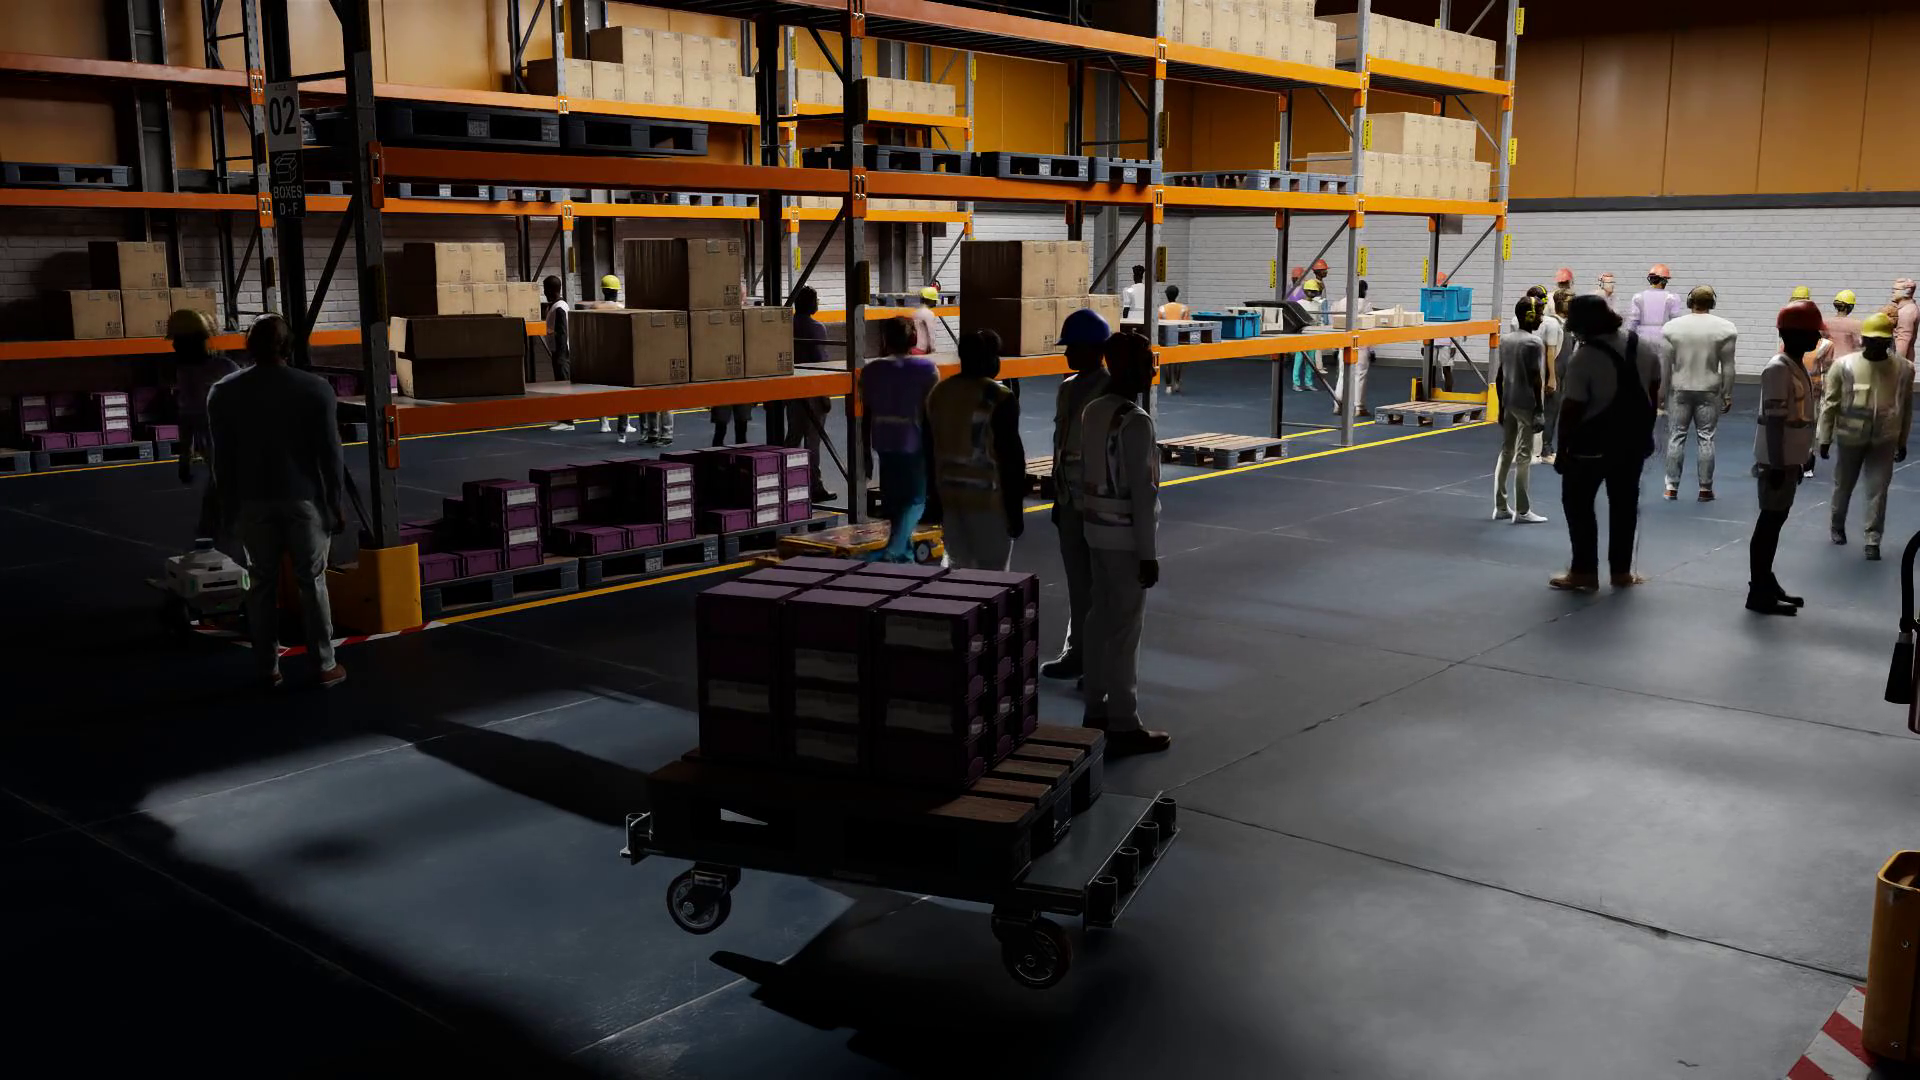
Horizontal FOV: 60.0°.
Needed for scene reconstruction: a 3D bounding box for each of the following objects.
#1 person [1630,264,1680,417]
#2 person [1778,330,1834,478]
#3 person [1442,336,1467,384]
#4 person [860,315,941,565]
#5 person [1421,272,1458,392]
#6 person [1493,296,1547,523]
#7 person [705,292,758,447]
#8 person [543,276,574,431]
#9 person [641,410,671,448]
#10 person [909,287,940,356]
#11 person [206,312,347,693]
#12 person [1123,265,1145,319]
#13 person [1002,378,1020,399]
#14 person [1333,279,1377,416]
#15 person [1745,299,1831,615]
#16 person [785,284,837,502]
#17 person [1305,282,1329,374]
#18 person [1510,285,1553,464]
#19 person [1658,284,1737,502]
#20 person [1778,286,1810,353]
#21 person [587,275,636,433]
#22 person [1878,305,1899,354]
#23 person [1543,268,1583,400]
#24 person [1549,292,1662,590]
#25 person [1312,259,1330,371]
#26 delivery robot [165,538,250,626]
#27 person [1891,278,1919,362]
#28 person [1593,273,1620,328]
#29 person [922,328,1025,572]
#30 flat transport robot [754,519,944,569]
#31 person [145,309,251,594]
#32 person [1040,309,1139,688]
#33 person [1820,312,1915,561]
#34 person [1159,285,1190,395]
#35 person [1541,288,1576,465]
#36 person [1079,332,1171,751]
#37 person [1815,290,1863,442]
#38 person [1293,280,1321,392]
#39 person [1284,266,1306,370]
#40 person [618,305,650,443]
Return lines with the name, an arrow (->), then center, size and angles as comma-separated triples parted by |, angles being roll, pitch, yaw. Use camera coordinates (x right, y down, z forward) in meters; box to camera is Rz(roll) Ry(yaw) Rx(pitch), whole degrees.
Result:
person -> 9.283, -2.659, 22.246 | 0.615, 2.038, 0.383 | 5, 11, 27
person -> 8.312, -1.437, 16.425 | 0.514, 1.642, 0.311 | 6, 12, 31
person -> 8.197, -3.426, 27.875 | 0.507, 1.599, 0.843 | 0, 10, 3
person -> -0.409, -0.600, 11.169 | 0.574, 1.818, 0.839 | 4, 11, 24
person -> 6.595, -2.722, 22.930 | 0.542, 1.929, 0.381 | 8, 13, 38
person -> 4.628, -1.069, 13.704 | 0.327, 1.865, 0.517 | -4, 11, -22
person -> -2.128, -1.413, 15.489 | 0.555, 1.928, 0.388 | -7, 12, -33
person -> -4.964, -2.314, 20.648 | 0.391, 1.913, 0.588 | -3, 10, -17
person -> -3.461, -1.964, 18.916 | 0.604, 1.834, 0.445 | 9, 14, 43
person -> -0.525, -2.638, 23.056 | 0.932, 1.712, 0.550 | -4, 11, -23
person -> -3.444, -0.184, 8.459 | 0.641, 1.936, 0.381 | -2, 10, -9
person -> 3.085, -3.776, 28.815 | 0.605, 1.966, 0.367 | -3, 10, -17
person -> 0.653, -2.594, 22.848 | 0.317, 1.700, 0.539 | -5, 11, -28
person -> 5.316, -2.574, 22.387 | 0.657, 1.837, 0.451 | 9, 13, 42
person -> 5.141, -0.517, 10.340 | 0.362, 1.939, 0.543 | 7, 12, 36
person -> -1.379, -1.311, 14.863 | 0.632, 1.940, 0.372 | 9, 13, 42
person -> 6.412, -3.808, 29.919 | 0.308, 1.645, 0.514 | -7, 12, -36
person -> 5.984, -1.726, 17.424 | 0.325, 1.871, 0.516 | -10, 14, -44
person -> 6.563, -1.309, 14.854 | 0.638, 1.937, 0.357 | 5, 11, 25
person -> 11.303, -2.552, 22.488 | 0.297, 1.744, 0.487 | -7, 12, -36
person -> -4.254, -2.259, 20.289 | 0.588, 1.928, 0.384 | 2, 10, 12
person -> 10.169, -1.774, 18.365 | 0.268, 1.632, 0.509 | 2, 10, 10
person -> 9.028, -3.079, 24.895 | 0.638, 1.970, 0.809 | 6, 12, 30
person -> 4.274, -0.693, 11.056 | 0.773, 2.000, 0.534 | -3, 10, -16
person -> 6.546, -4.090, 30.377 | 0.364, 2.048, 0.611 | 5, 11, 25
delivery robot -> -4.414, 0.231, 9.751 | 0.477, 0.478, 0.707 | -7, 12, -35
person -> 10.826, -2.065, 19.235 | 0.409, 1.913, 0.639 | 6, 11, 29
person -> 9.116, -2.826, 23.579 | 0.643, 1.908, 0.408 | -6, 12, -30
person -> 0.101, -0.195, 8.787 | 0.634, 1.841, 0.429 | 9, 13, 42
flat transport robot -> -0.716, 0.049, 11.865 | 0.652, 0.197, 1.431 | 9, 13, 41
person -> -4.844, -0.556, 10.784 | 0.651, 1.855, 1.010 | 7, 12, 35
person -> 0.661, -0.208, 8.558 | 0.404, 1.945, 0.615 | -6, 12, -31
person -> 6.705, -0.794, 12.335 | 0.605, 1.799, 0.893 | 4, 11, 19
person -> 3.267, -3.100, 25.776 | 0.556, 1.670, 0.700 | 0, 10, 1
person -> 6.232, -1.709, 17.400 | 0.324, 1.842, 0.514 | 6, 11, 30
person -> 0.735, 0.008, 7.507 | 0.343, 1.882, 0.585 | -4, 11, -20
person -> 10.277, -2.028, 19.437 | 0.308, 1.769, 0.524 | -7, 12, -34
person -> 5.480, -3.208, 26.176 | 0.525, 1.765, 0.334 | -5, 11, -28
person -> 6.206, -4.113, 30.870 | 0.557, 1.920, 0.461 | 4, 11, 21
person -> -3.807, -1.931, 19.287 | 0.502, 1.624, 0.286 | -2, 10, -11
